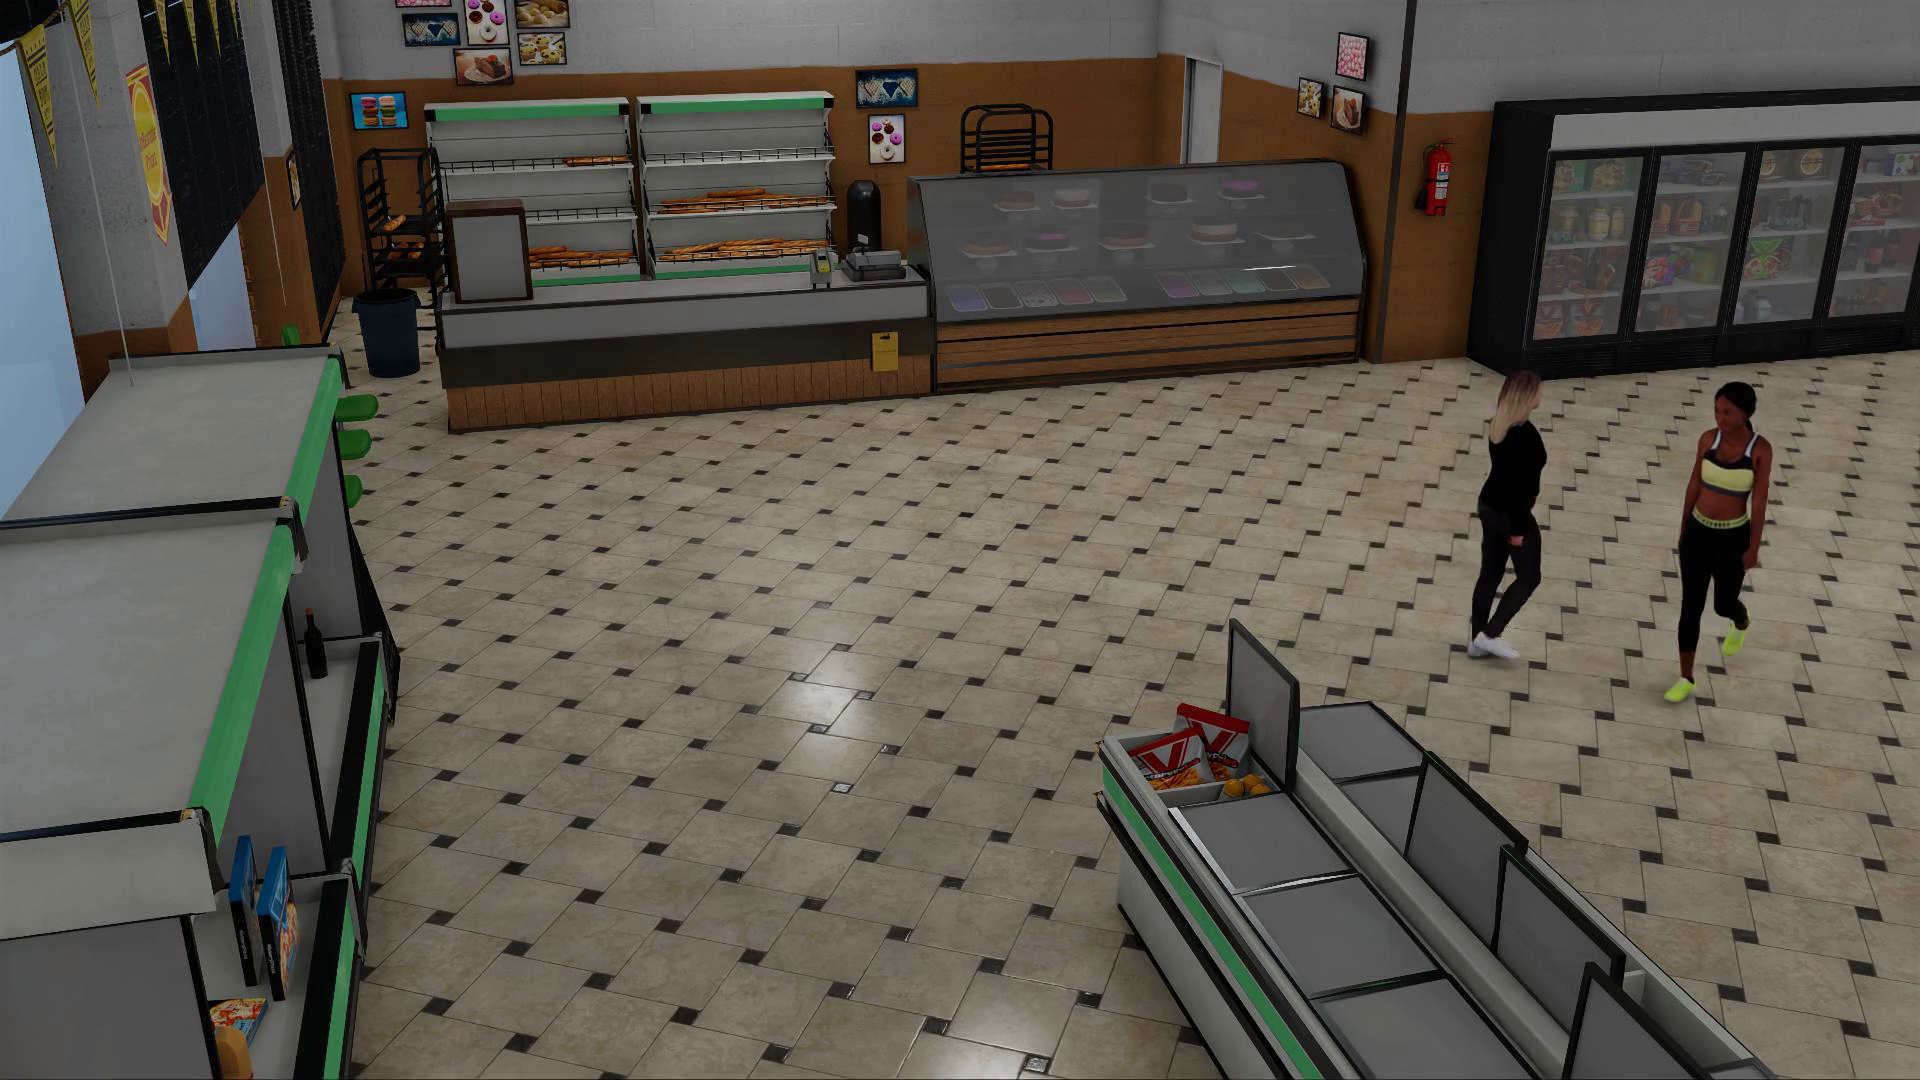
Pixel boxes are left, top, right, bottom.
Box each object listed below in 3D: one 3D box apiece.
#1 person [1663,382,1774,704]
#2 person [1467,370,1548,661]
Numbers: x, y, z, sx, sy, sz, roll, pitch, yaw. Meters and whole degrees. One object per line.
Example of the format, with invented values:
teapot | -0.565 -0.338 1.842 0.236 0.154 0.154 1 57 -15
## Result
person | 4.077 -0.007 8.867 1.038 1.728 0.976 19 28 39
person | 2.930 -0.113 9.196 0.716 1.679 0.527 -3 22 -7
